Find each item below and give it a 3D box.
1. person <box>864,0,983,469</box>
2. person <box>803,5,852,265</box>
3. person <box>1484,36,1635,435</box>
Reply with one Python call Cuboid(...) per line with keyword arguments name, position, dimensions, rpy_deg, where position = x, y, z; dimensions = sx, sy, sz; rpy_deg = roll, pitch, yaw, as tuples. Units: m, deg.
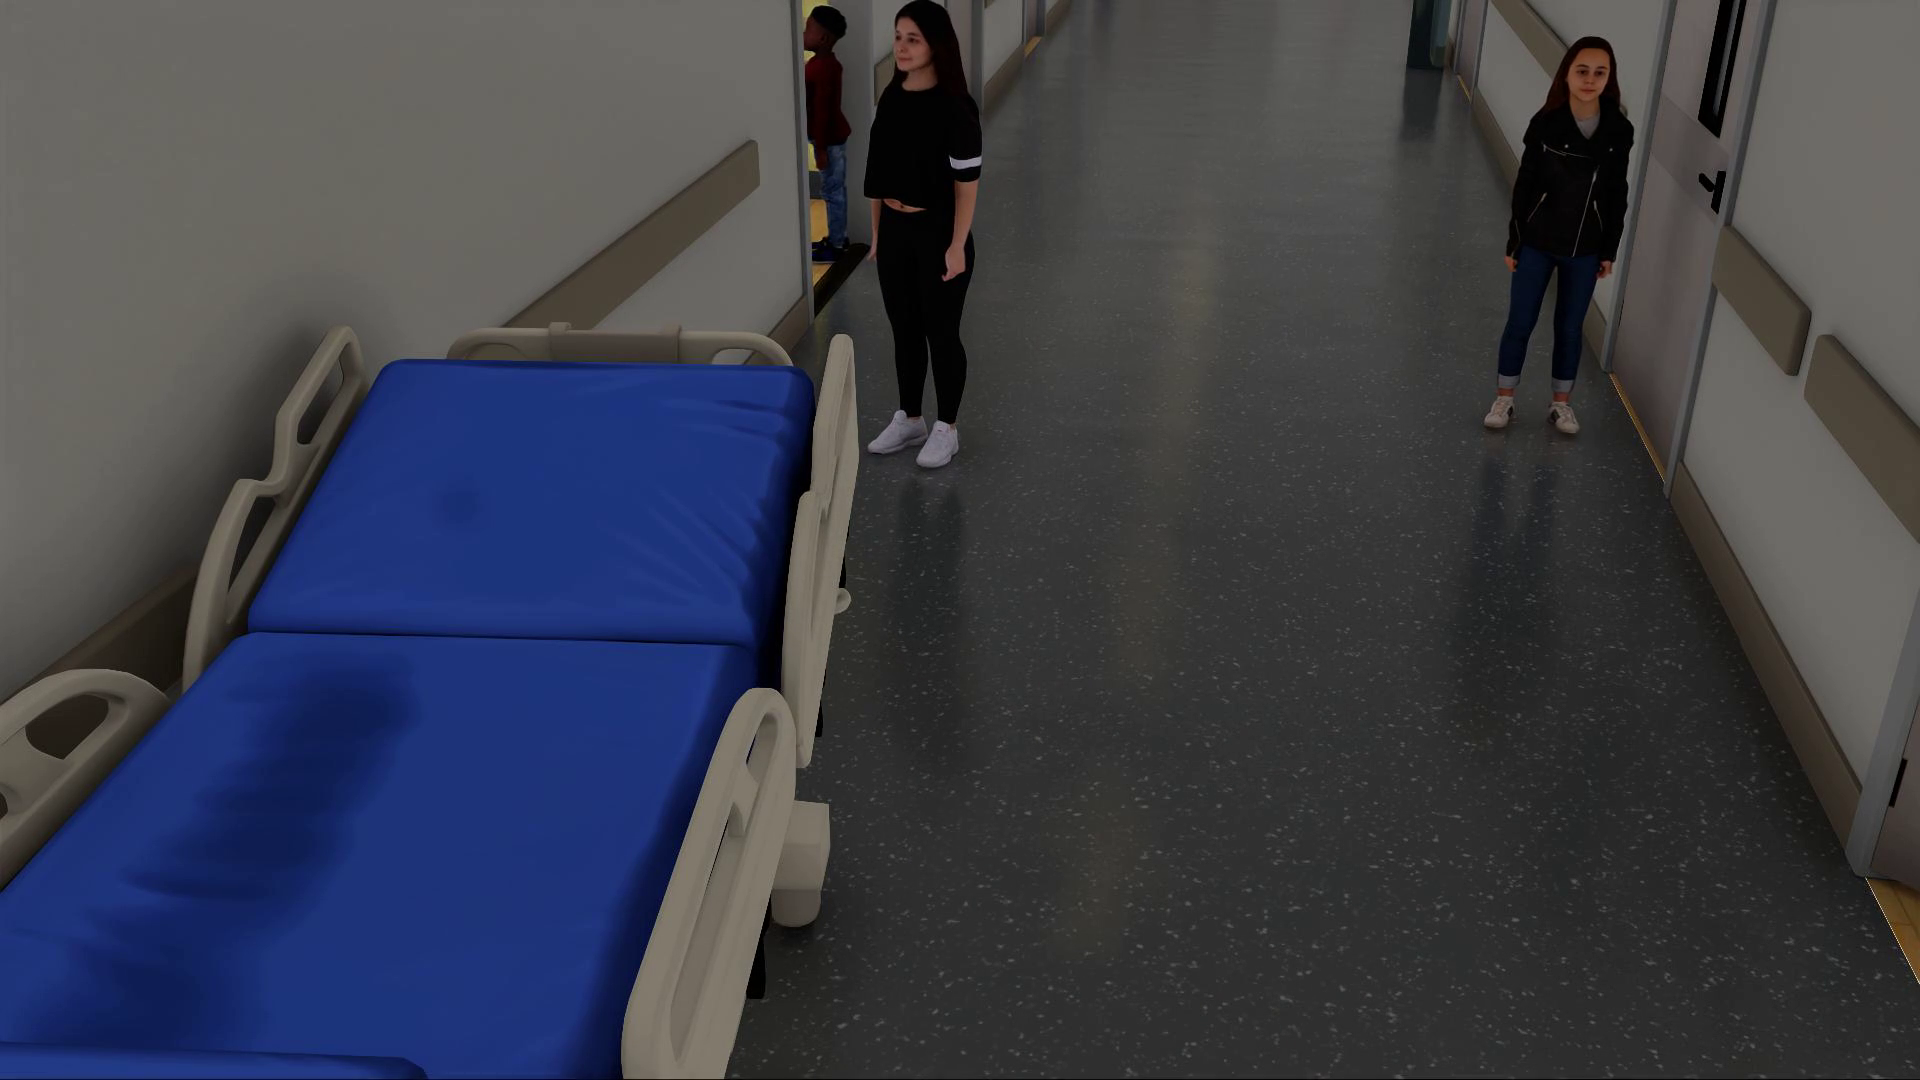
Cuboid(name="person", position=(-0.127, -1.070, 5.891), dimensions=(0.661, 1.641, 0.760), rpy_deg=(18, 31, 33))
Cuboid(name="person", position=(-0.651, -2.024, 8.311), dimensions=(0.509, 1.256, 0.519), rpy_deg=(1, 26, 3))
Cuboid(name="person", position=(2.229, -1.118, 6.174), dimensions=(0.442, 1.480, 0.622), rpy_deg=(6, 26, 13))
